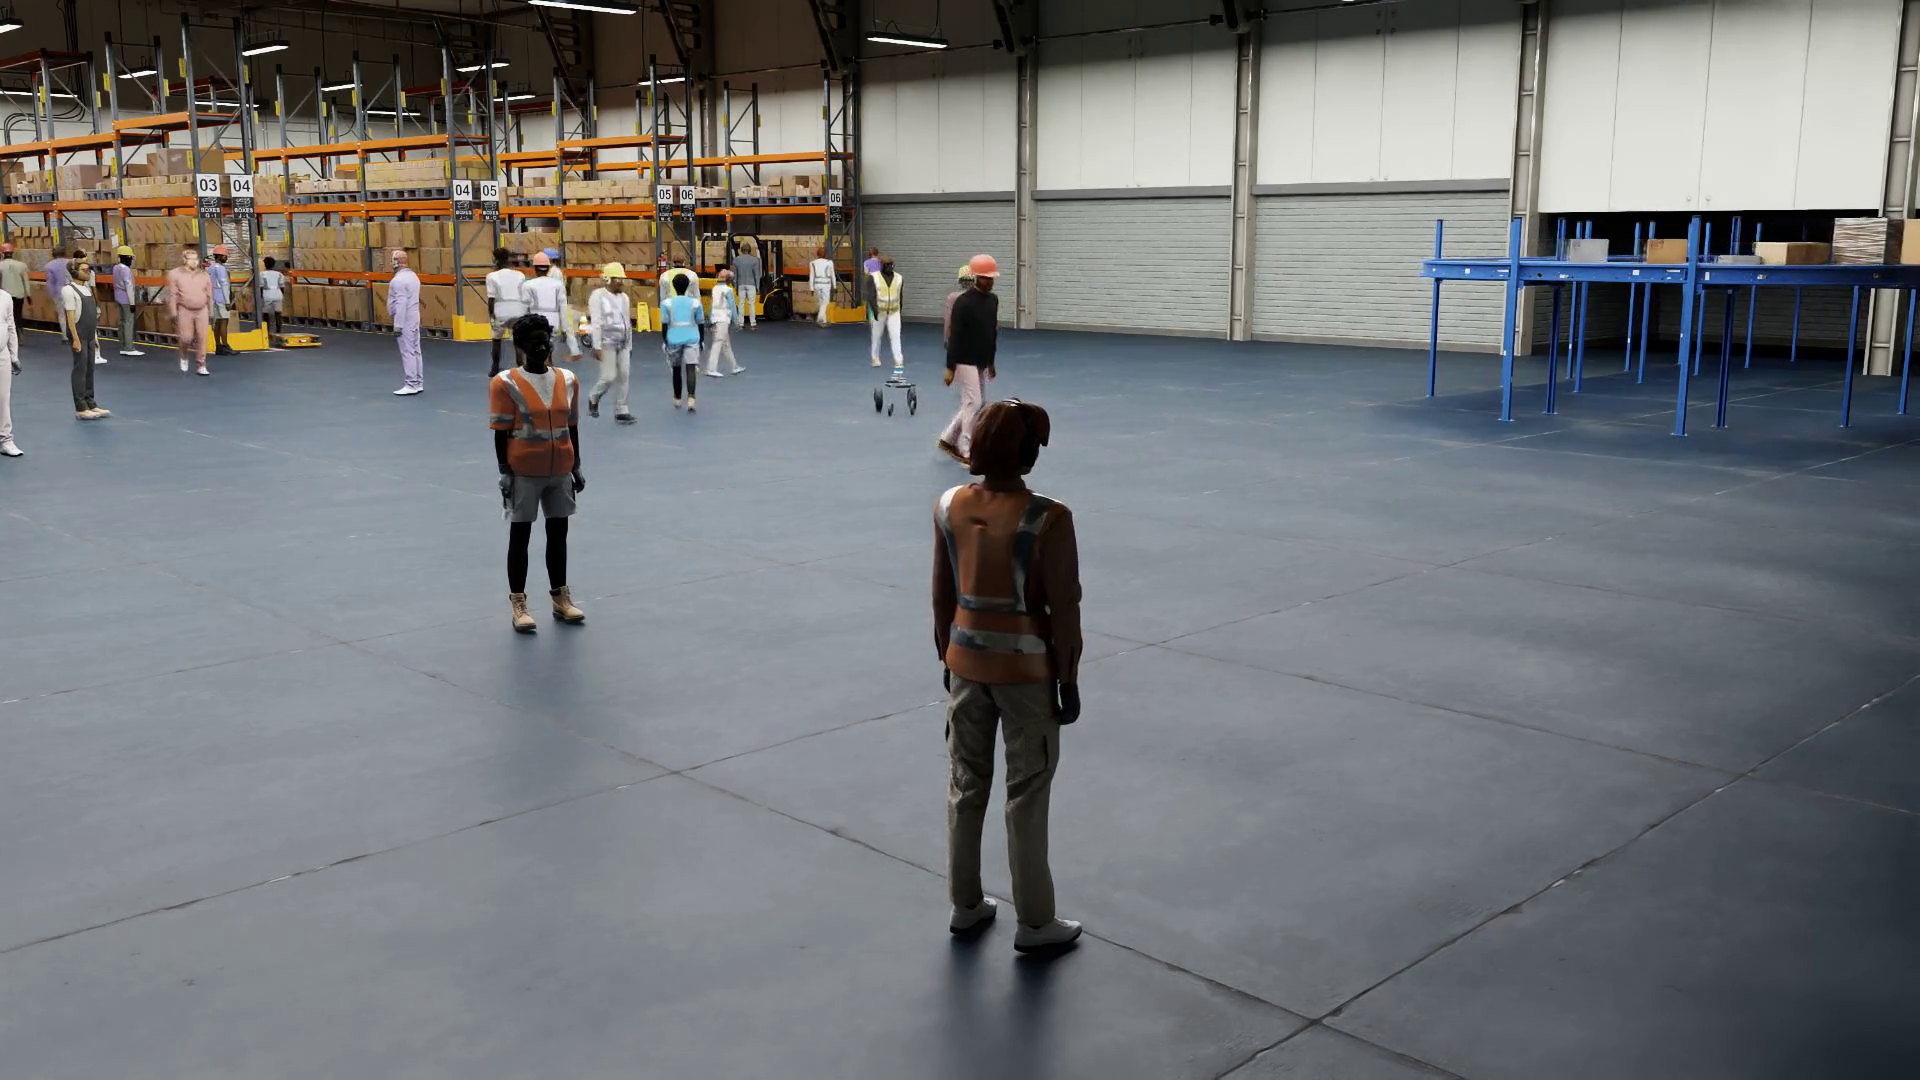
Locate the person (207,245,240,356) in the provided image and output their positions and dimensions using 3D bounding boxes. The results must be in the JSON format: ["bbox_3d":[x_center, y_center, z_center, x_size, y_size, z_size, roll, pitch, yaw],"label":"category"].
[{"bbox_3d":[-13.099,-4.255,29.539,0.542,1.928,0.374,10,14,43],"label":"person"}]

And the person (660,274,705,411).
[{"bbox_3d":[-3.353,-2.397,20.167,0.545,1.653,0.879,-2,11,-12],"label":"person"}]

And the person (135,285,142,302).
[{"bbox_3d":[-20.957,-6.403,42.051,0.497,1.633,0.278,-8,13,-36],"label":"person"}]

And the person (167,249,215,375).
[{"bbox_3d":[-11.617,-3.447,25.197,0.651,1.894,0.454,-9,14,-41],"label":"person"}]

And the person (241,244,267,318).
[{"bbox_3d":[-14.872,-5.262,35.030,0.654,1.920,0.578,9,13,39],"label":"person"}]

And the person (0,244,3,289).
[{"bbox_3d":[-20.724,-5.425,35.918,0.374,1.929,0.542,4,11,20],"label":"person"}]

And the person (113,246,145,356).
[{"bbox_3d":[-14.697,-4.218,29.347,0.594,1.922,0.376,10,14,43],"label":"person"}]

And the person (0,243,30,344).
[{"bbox_3d":[-18.377,-4.774,32.284,0.831,1.972,0.625,10,14,43],"label":"person"}]

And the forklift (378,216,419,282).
[{"bbox_3d":[-17.868,-9.201,54.028,1.873,2.768,1.129,-10,14,-44],"label":"forklift"}]

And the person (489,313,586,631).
[{"bbox_3d":[-2.275,-0.373,8.999,0.536,1.697,0.318,-10,14,-42],"label":"person"}]

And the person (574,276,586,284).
[{"bbox_3d":[-10.368,-7.106,45.618,0.483,1.737,0.320,4,11,19],"label":"person"}]

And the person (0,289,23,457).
[{"bbox_3d":[-9.288,-1.733,15.848,0.409,1.908,0.639,8,13,38],"label":"person"}]

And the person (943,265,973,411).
[{"bbox_3d":[0.072,-2.416,19.998,0.537,1.747,0.546,-5,11,-24],"label":"person"}]

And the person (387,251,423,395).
[{"bbox_3d":[-7.417,-2.893,22.181,0.399,1.905,0.642,0,10,1],"label":"person"}]

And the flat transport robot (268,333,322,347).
[{"bbox_3d":[-12.814,-3.856,32.002,0.652,0.197,1.431,-7,13,-35],"label":"flat transport robot"}]

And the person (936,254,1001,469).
[{"bbox_3d":[0.059,-1.636,15.221,0.782,1.950,0.639,7,12,33],"label":"person"}]

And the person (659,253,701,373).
[{"bbox_3d":[-4.300,-3.497,25.653,0.624,1.840,0.429,0,10,-1],"label":"person"}]

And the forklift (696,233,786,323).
[{"bbox_3d":[-5.496,-6.489,41.108,2.313,2.155,1.214,-10,14,-44],"label":"forklift"}]

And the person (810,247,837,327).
[{"bbox_3d":[-3.199,-5.848,38.445,0.590,1.859,0.843,3,11,18],"label":"person"}]

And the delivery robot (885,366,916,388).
[{"bbox_3d":[-0.739,-1.973,19.993,0.335,0.223,0.698,-2,11,-13],"label":"delivery robot"}]

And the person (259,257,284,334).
[{"bbox_3d":[-13.992,-4.897,33.739,0.547,1.657,0.798,-9,14,-40],"label":"person"}]

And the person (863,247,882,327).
[{"bbox_3d":[-1.988,-5.890,38.703,0.567,1.841,0.382,-8,13,-38],"label":"person"}]

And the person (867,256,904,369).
[{"bbox_3d":[-1.190,-3.645,26.622,0.605,1.788,0.989,-3,11,-16],"label":"person"}]

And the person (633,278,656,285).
[{"bbox_3d":[-7.696,-6.280,40.338,0.898,2.006,0.631,9,14,40],"label":"person"}]

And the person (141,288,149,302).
[{"bbox_3d":[-23.830,-7.721,48.470,0.597,1.914,0.372,6,12,31],"label":"person"}]

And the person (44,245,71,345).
[{"bbox_3d":[-17.409,-4.757,32.283,0.436,1.921,0.659,9,14,41],"label":"person"}]

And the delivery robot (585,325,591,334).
[{"bbox_3d":[-6.764,-3.974,31.613,0.707,0.478,0.477,4,11,22],"label":"delivery robot"}]

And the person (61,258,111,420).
[{"bbox_3d":[-10.165,-2.337,19.306,0.346,1.846,0.506,-1,10,-4],"label":"person"}]

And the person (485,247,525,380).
[{"bbox_3d":[-6.567,-3.242,24.018,0.632,1.929,0.897,-7,13,-34],"label":"person"}]

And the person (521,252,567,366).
[{"bbox_3d":[-5.438,-2.810,21.770,0.558,1.897,0.976,-6,12,-30],"label":"person"}]

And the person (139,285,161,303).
[{"bbox_3d":[-20.916,-6.616,42.692,0.920,1.842,0.616,0,10,1],"label":"person"}]

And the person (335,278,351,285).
[{"bbox_3d":[-16.211,-6.833,43.557,0.400,1.951,0.724,0,10,2],"label":"person"}]

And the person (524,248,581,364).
[{"bbox_3d":[-6.724,-3.836,27.346,1.014,1.887,0.630,-6,12,-29],"label":"person"}]

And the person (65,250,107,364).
[{"bbox_3d":[-14.501,-3.857,27.544,0.520,1.865,0.328,0,10,-3],"label":"person"}]

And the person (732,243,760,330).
[{"bbox_3d":[-4.783,-5.685,37.306,0.637,1.938,0.357,2,11,11],"label":"person"}]

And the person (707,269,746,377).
[{"bbox_3d":[-3.520,-3.259,25.004,0.851,1.592,0.601,-9,13,-39],"label":"person"}]

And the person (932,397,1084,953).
[{"bbox_3d":[0.136,0.402,4.932,0.518,1.640,0.307,8,13,36],"label":"person"}]

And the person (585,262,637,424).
[{"bbox_3d":[-3.938,-2.219,18.744,0.519,1.812,0.608,7,12,32],"label":"person"}]
